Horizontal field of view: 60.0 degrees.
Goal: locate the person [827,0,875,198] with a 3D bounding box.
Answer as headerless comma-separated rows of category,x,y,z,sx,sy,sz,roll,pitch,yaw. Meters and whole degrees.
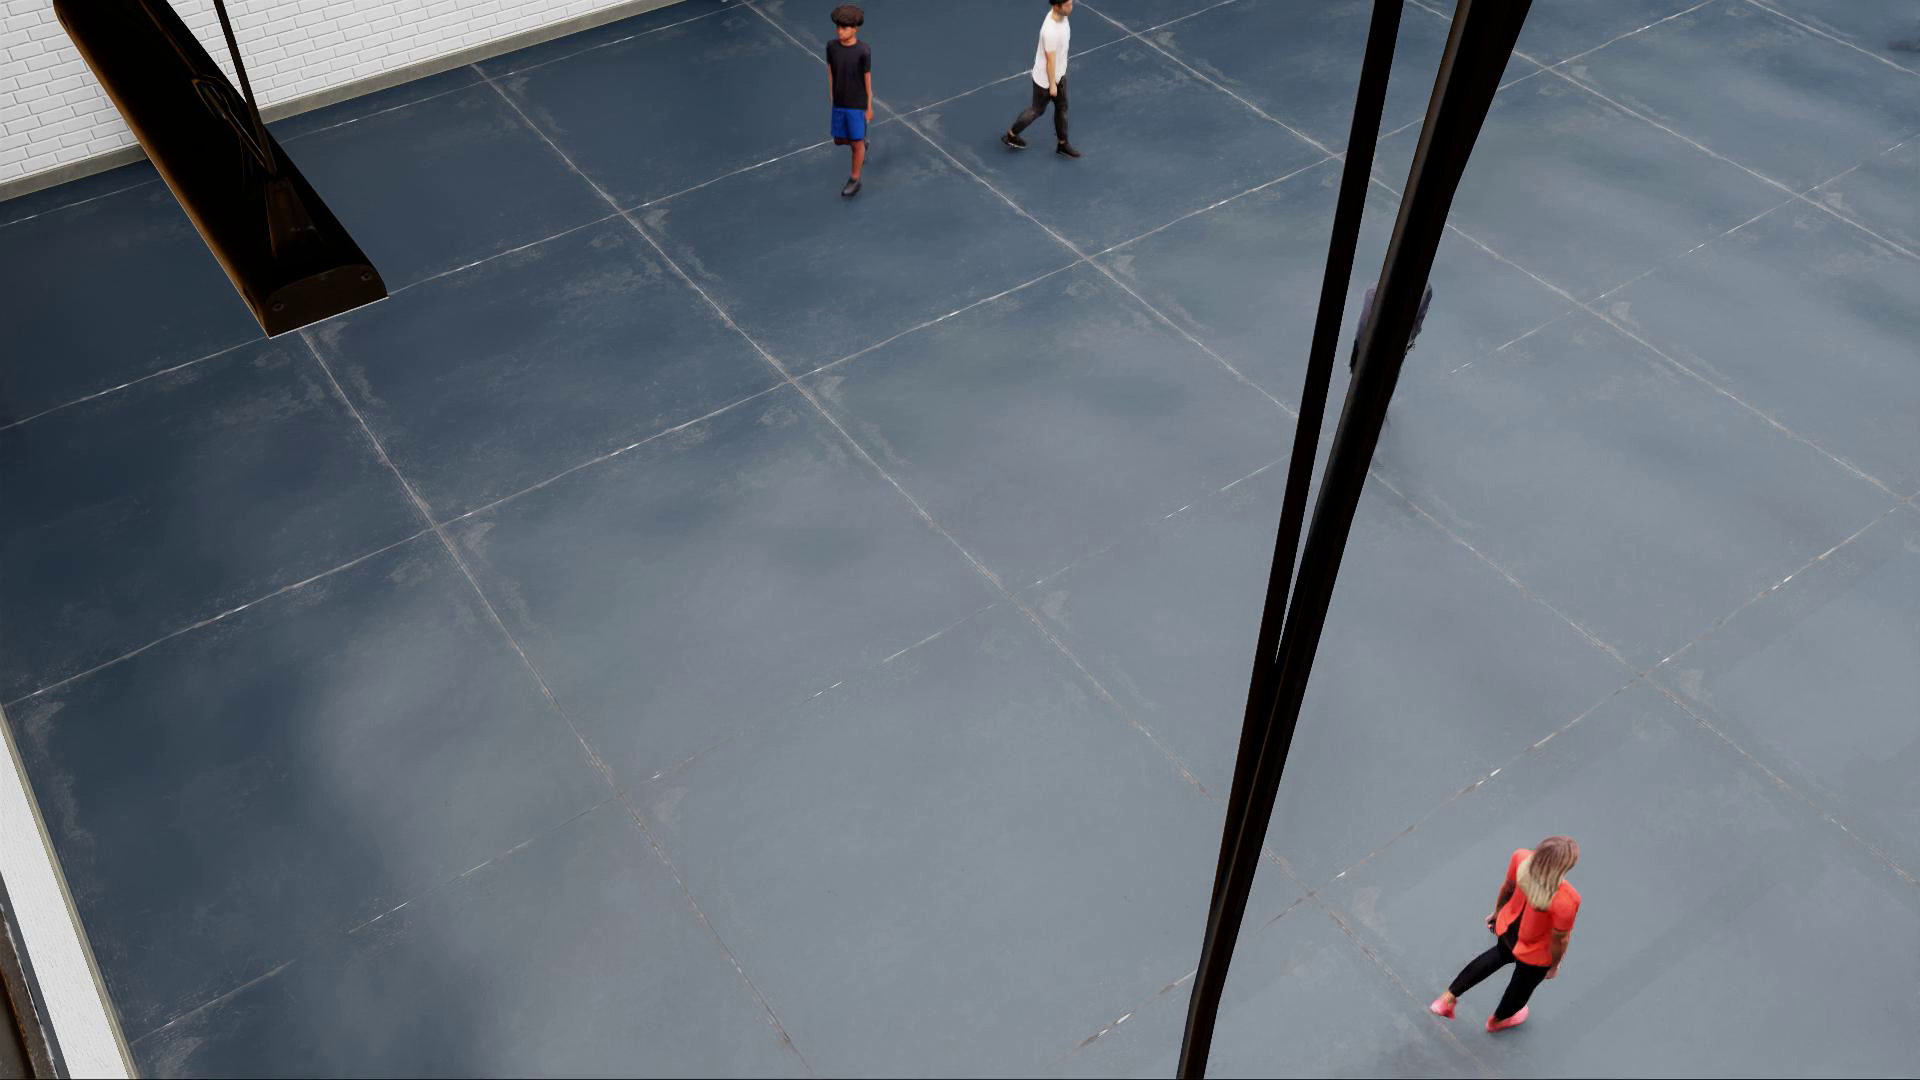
person,-0.924,-3.957,14.831,0.837,1.782,0.971,17,46,17

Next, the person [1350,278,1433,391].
person,3.183,-1.473,12.365,0.804,1.587,0.873,-3,44,-3

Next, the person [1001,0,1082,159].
person,0.747,-4.302,15.263,1.019,1.685,1.047,11,45,12

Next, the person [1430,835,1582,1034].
person,2.842,2.085,8.564,0.899,1.678,0.699,-16,46,-16
